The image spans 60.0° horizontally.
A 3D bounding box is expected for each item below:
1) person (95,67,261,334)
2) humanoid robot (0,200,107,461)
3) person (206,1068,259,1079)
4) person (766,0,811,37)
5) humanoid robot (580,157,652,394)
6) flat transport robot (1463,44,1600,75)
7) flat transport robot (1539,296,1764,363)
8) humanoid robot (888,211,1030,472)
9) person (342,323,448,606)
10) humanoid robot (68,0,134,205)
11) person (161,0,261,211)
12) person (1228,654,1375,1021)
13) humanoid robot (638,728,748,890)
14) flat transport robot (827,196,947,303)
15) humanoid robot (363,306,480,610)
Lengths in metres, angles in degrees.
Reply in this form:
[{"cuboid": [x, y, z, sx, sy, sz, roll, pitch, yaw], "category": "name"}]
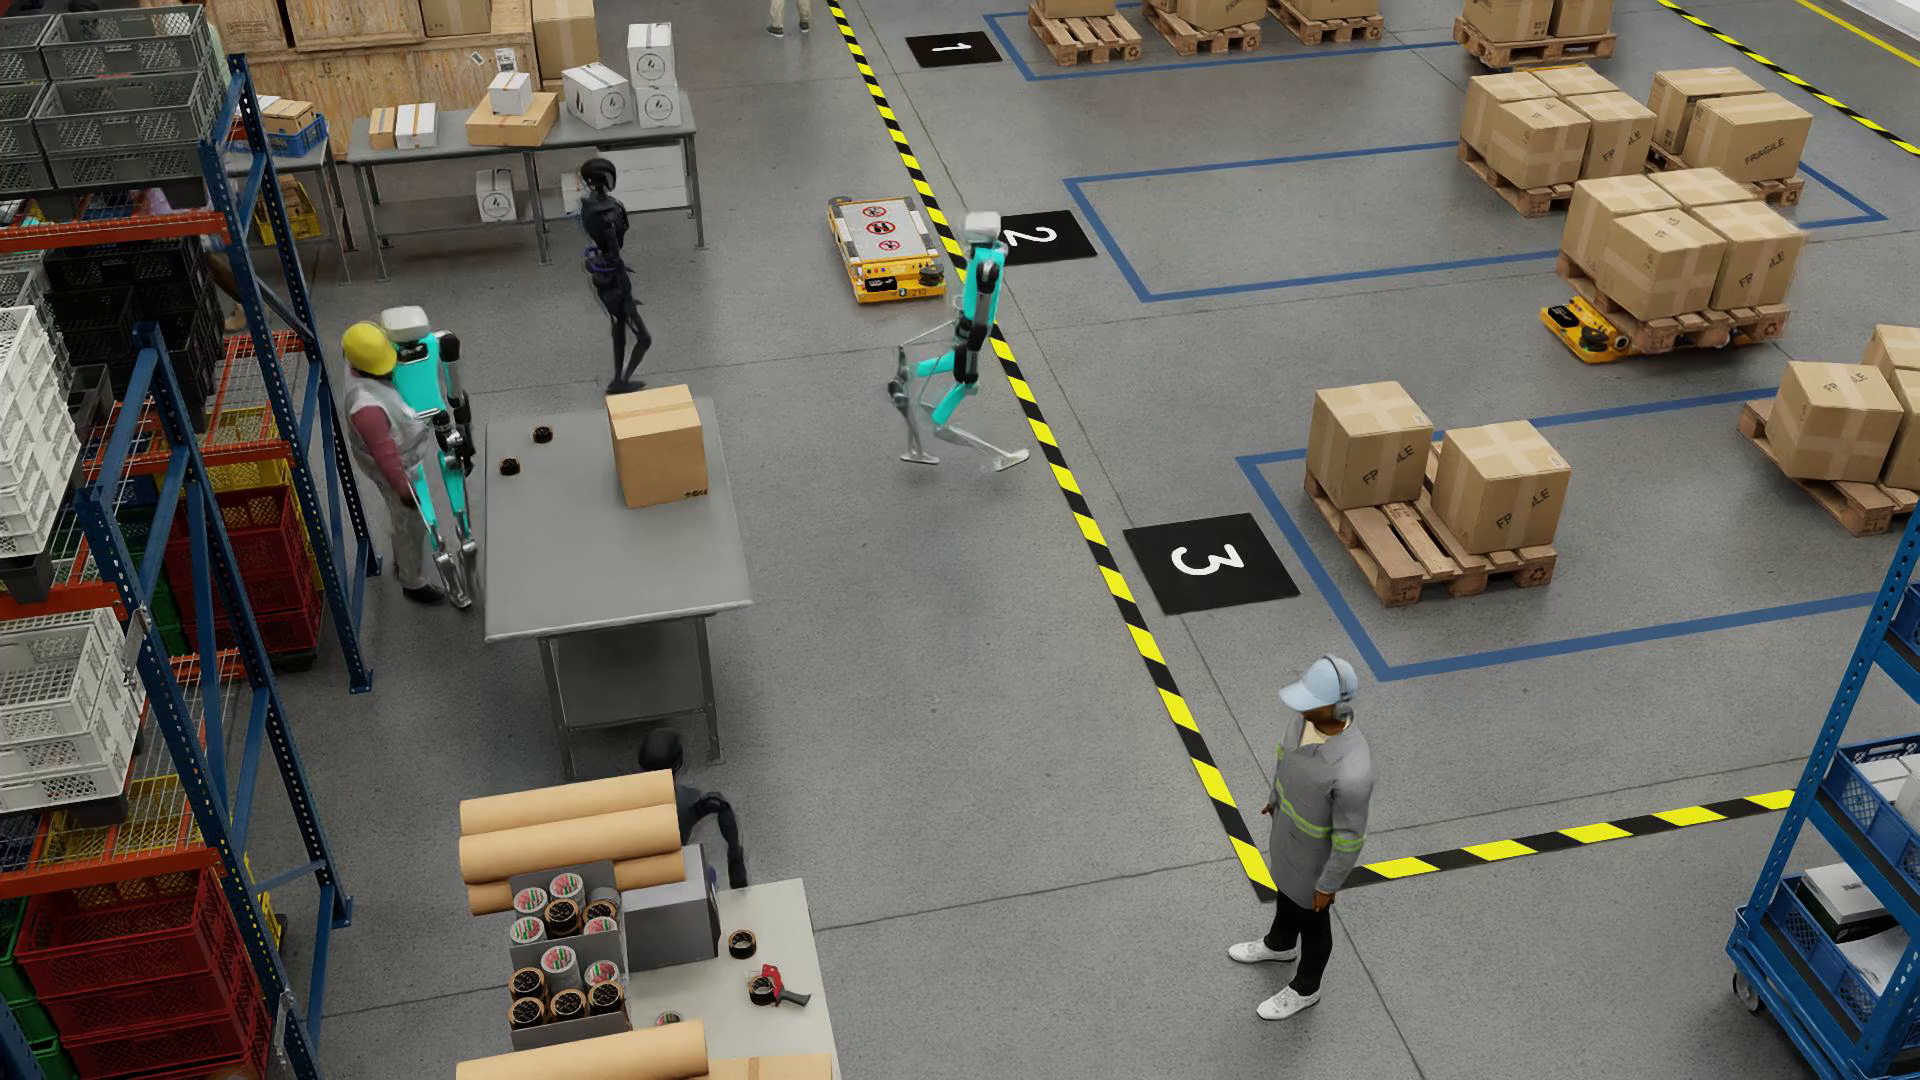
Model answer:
[{"cuboid": [-5.394, -2.189, 11.061, 1.118, 1.968, 0.619, -16, 39, -20], "category": "person"}, {"cuboid": [-5.484, -1.140, 9.769, 0.531, 1.688, 0.742, 6, 37, 7], "category": "humanoid robot"}, {"cuboid": [-2.043, 2.271, 5.189, 0.621, 1.838, 0.430, -17, 40, -22], "category": "person"}, {"cuboid": [-1.715, -5.759, 16.042, 0.564, 1.762, 0.407, -15, 39, -19], "category": "person"}, {"cuboid": [-2.199, -1.669, 10.616, 0.337, 1.654, 0.583, -14, 39, -18], "category": "humanoid robot"}, {"cuboid": [5.342, -4.487, 15.560, 0.652, 0.197, 1.431, -8, 37, -10], "category": "flat transport robot"}, {"cuboid": [4.872, -1.556, 11.622, 1.431, 0.197, 0.652, -8, 37, -10], "category": "flat transport robot"}, {"cuboid": [-0.082, -1.108, 9.809, 1.021, 1.730, 0.530, 0, 37, 0], "category": "humanoid robot"}, {"cuboid": [-3.019, -0.447, 8.898, 0.413, 1.783, 0.718, -9, 38, -12], "category": "person"}, {"cuboid": [-6.786, -3.371, 12.935, 0.566, 1.621, 0.585, -8, 37, -10], "category": "humanoid robot"}, {"cuboid": [-5.731, -3.411, 12.756, 0.636, 1.923, 0.461, 27, 44, 32], "category": "person"}, {"cuboid": [1.360, 1.181, 6.640, 0.383, 1.851, 0.596, -8, 37, -10], "category": "person"}, {"cuboid": [-1.105, 1.419, 6.467, 0.622, 1.633, 0.383, -1, 37, -2], "category": "humanoid robot"}, {"cuboid": [-0.570, -2.220, 12.538, 0.659, 0.231, 1.431, -8, 37, -10], "category": "flat transport robot"}, {"cuboid": [-2.739, -0.320, 8.818, 0.549, 1.868, 0.707, -23, 42, -28], "category": "humanoid robot"}]
